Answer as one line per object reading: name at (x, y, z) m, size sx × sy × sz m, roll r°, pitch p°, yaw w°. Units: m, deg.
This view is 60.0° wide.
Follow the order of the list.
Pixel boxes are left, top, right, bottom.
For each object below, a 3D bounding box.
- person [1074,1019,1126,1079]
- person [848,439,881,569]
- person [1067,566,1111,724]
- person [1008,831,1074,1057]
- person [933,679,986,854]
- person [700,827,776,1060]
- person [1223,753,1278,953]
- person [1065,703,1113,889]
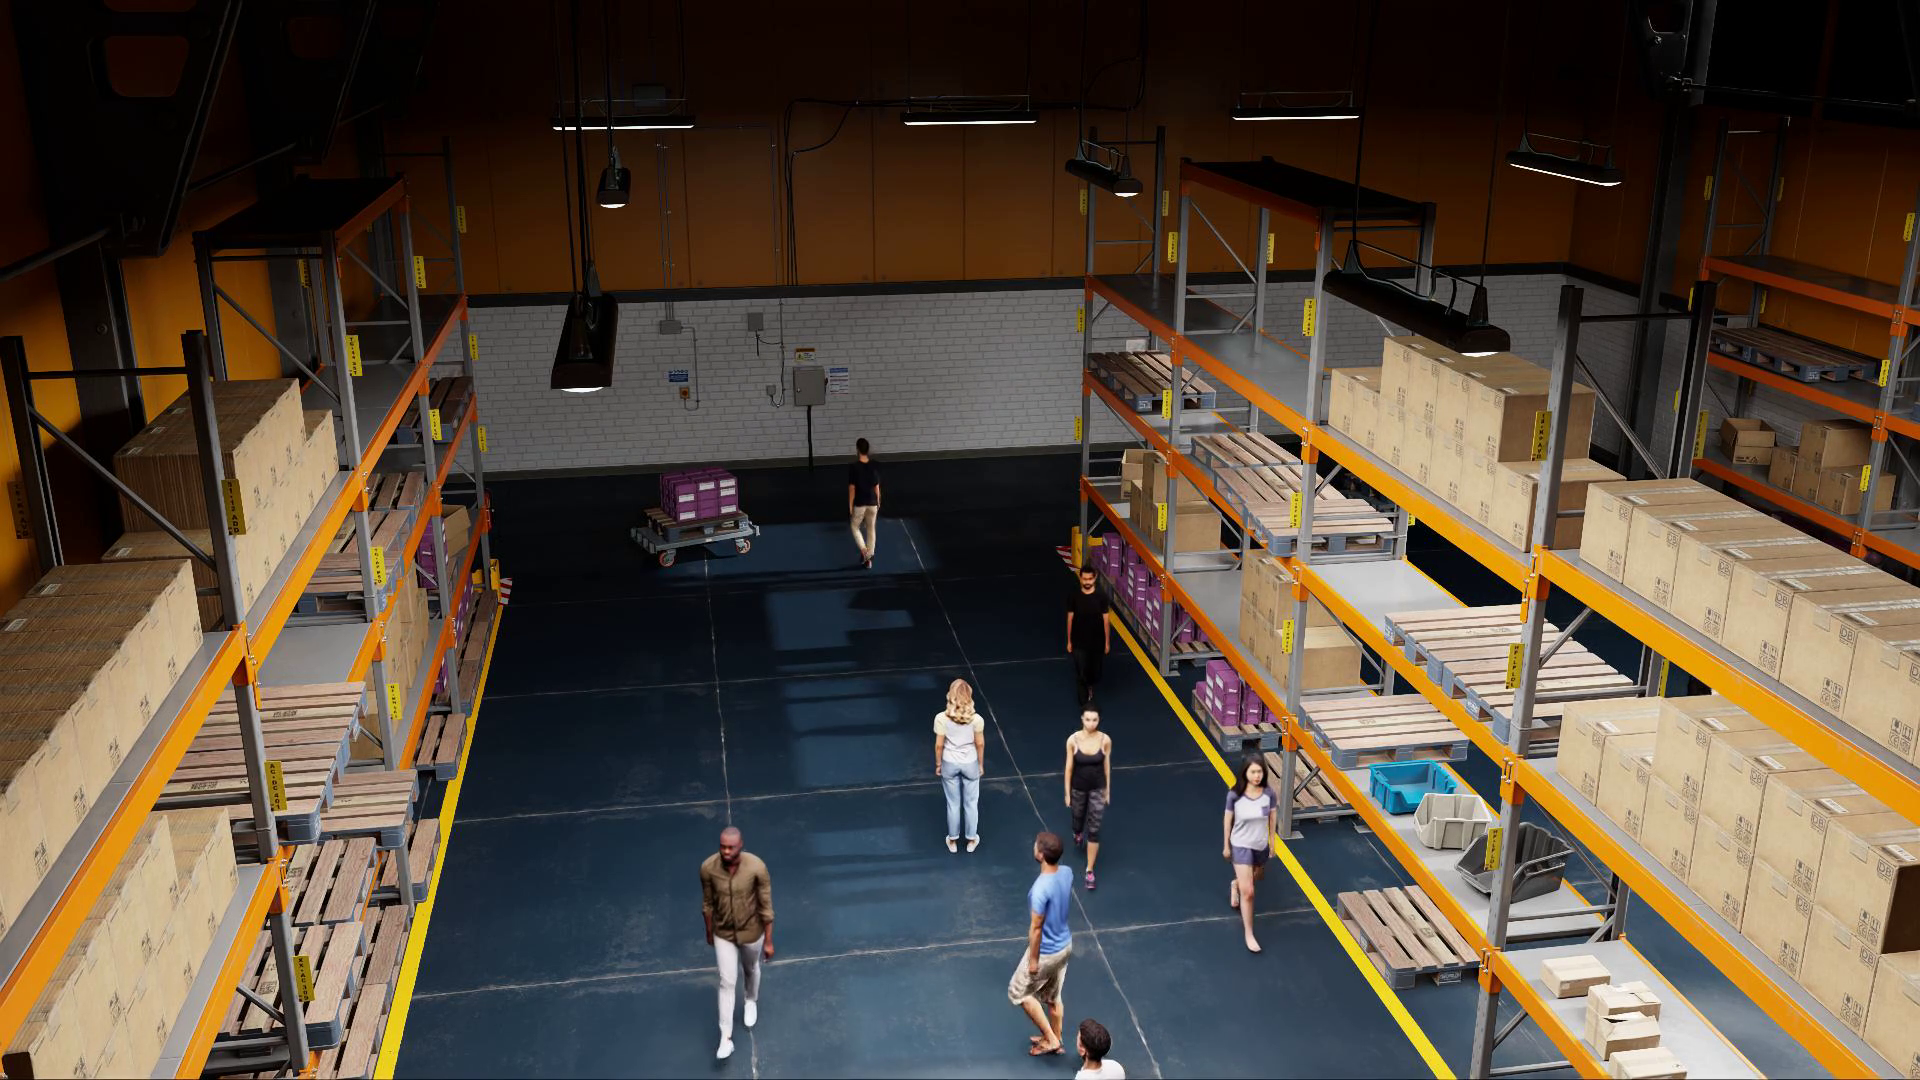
person at (0.794, 3.783, 10.278) m, size 0.787 × 1.866 × 0.755 m, roll 16°, pitch 24°, yaw 38°
person at (-1.279, -0.458, 22.915) m, size 0.718 × 1.838 × 0.810 m, roll -7°, pitch 20°, yaw -20°
person at (1.420, 1.106, 18.431) m, size 0.738 × 1.736 × 1.074 m, roll 0°, pitch 19°, yaw -1°
person at (0.728, 3.071, 12.418) m, size 0.861 × 1.849 × 0.804 m, roll 13°, pitch 23°, yaw 34°
person at (0.005, 2.105, 15.485) m, size 0.664 × 1.723 × 0.598 m, roll 0°, pitch 19°, yaw 0°
person at (-1.682, 2.977, 12.784) m, size 0.862 × 1.793 × 1.156 m, roll 0°, pitch 19°, yaw -1°
person at (2.455, 2.574, 14.162) m, size 0.590 × 1.679 × 1.051 m, roll -4°, pitch 19°, yaw -10°
person at (1.156, 2.251, 15.074) m, size 0.681 × 1.708 × 0.996 m, roll 0°, pitch 19°, yaw 0°
